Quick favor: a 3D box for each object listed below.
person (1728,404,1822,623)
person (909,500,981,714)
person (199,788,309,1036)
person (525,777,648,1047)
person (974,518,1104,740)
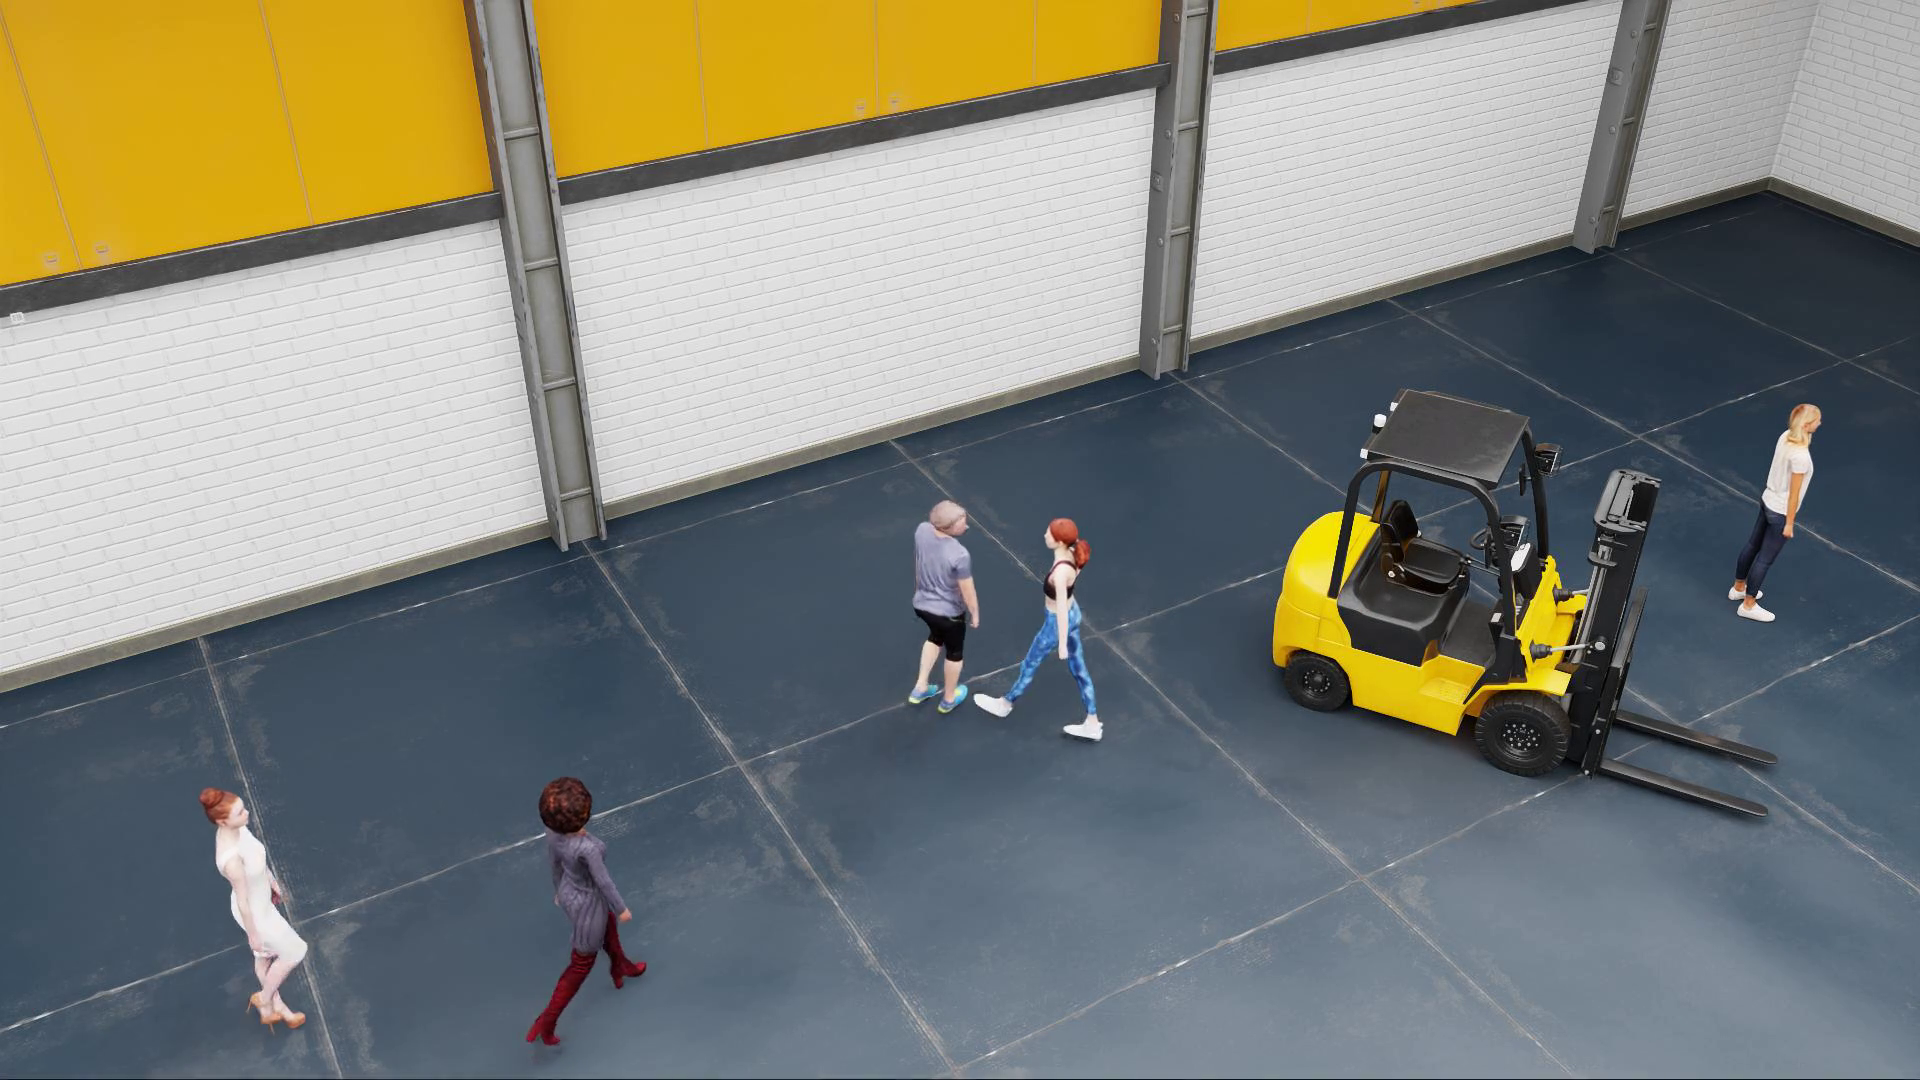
[{"bbox_3d":[6.182,-0.231,12.593,0.689,1.809,0.673,3,34,5],"label":"person"},{"bbox_3d":[-0.148,0.518,11.432,0.783,1.846,0.794,21,39,28],"label":"person"},{"bbox_3d":[-3.959,2.079,9.140,0.695,1.784,0.650,-11,35,-16],"label":"person"},{"bbox_3d":[-2.142,2.087,9.226,1.154,1.675,0.768,-27,42,-34],"label":"person"},{"bbox_3d":[0.770,0.647,11.333,1.137,1.742,1.142,11,35,17],"label":"person"}]
